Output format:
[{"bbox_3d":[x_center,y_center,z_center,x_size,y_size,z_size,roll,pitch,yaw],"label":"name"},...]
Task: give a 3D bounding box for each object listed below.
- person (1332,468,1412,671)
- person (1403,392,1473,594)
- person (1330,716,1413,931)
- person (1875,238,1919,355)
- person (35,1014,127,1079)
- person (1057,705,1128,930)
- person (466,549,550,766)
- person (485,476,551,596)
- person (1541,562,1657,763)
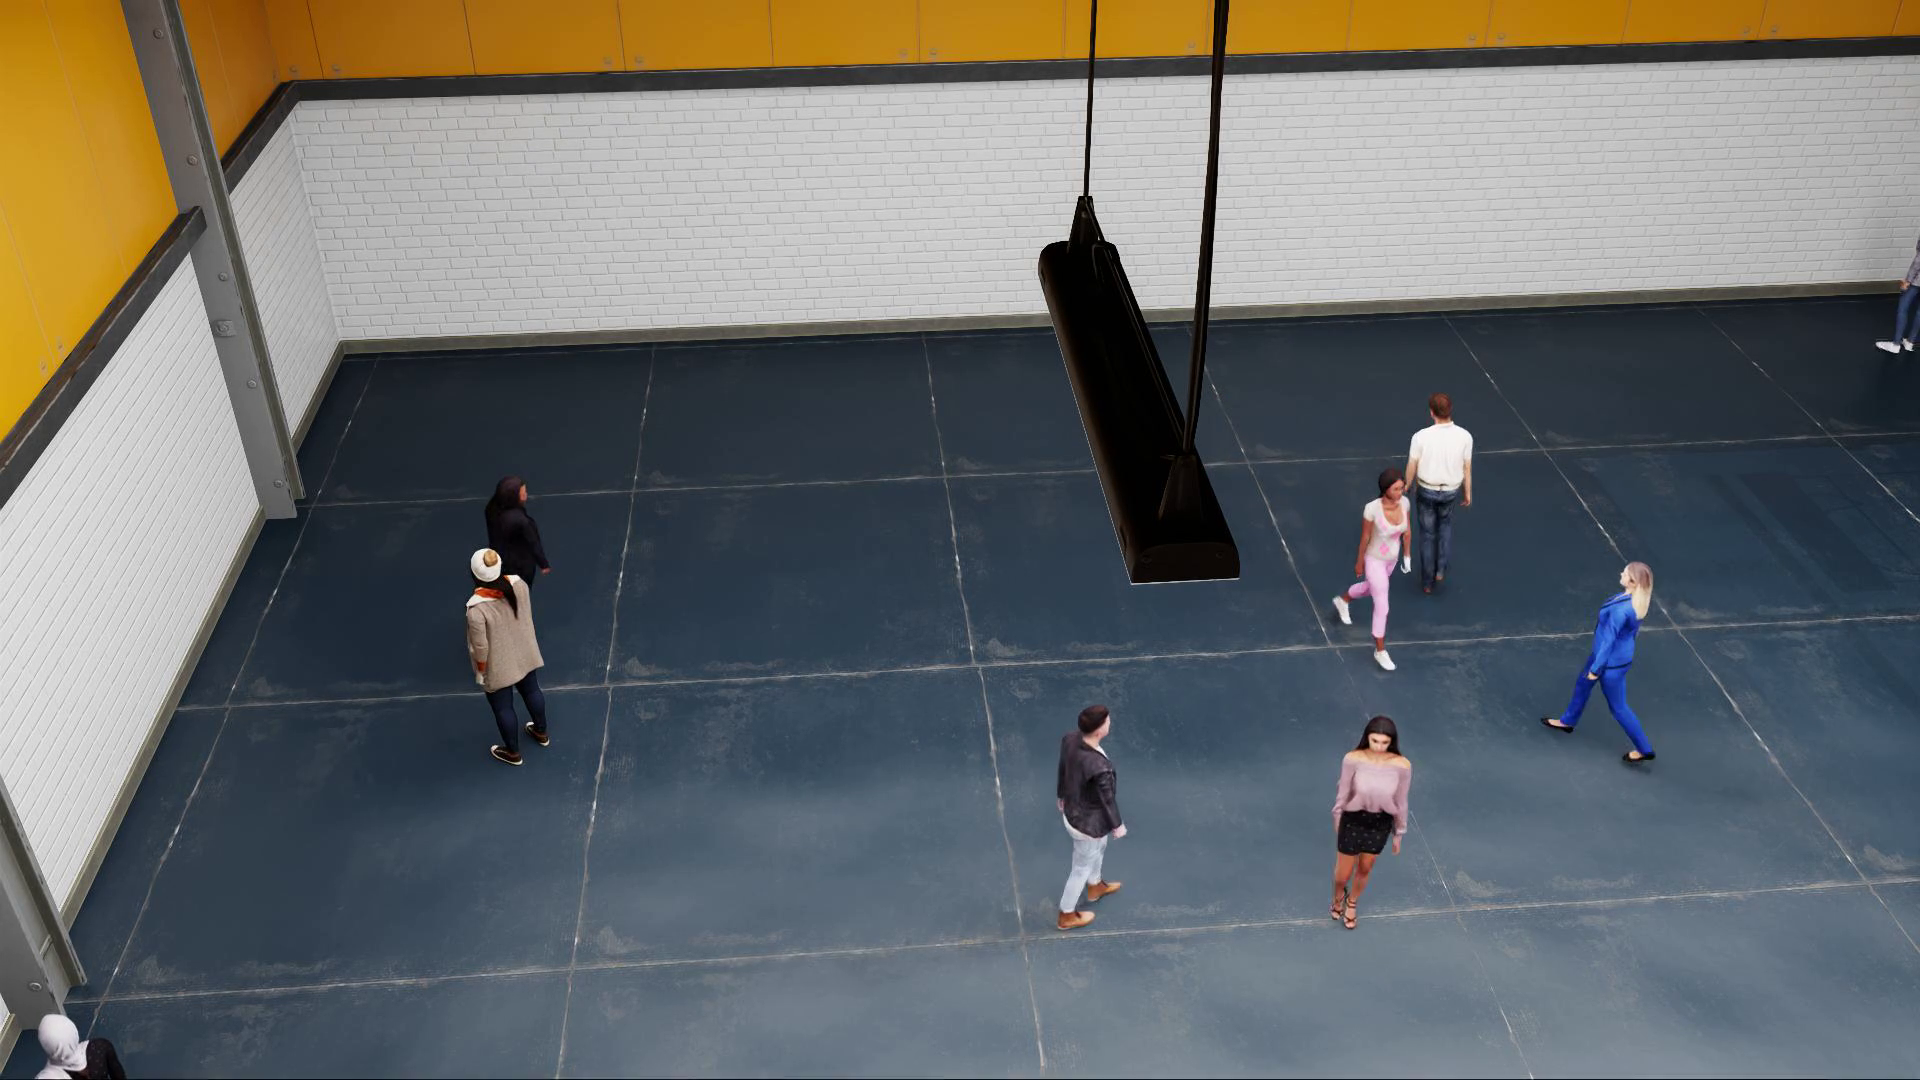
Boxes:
[{"bbox_3d":[3.362,0.140,13.501,0.872,1.701,1.222,-16,37,-22],"label":"person"},{"bbox_3d":[4.049,-0.337,14.110,0.764,1.822,0.703,3,34,4],"label":"person"},{"bbox_3d":[2.652,1.821,10.881,0.680,1.802,0.656,4,34,6],"label":"person"},{"bbox_3d":[10.430,-2.850,17.978,0.702,1.726,0.579,-5,34,-7],"label":"person"},{"bbox_3d":[-4.561,3.169,8.874,0.742,1.779,0.660,20,38,27],"label":"person"},{"bbox_3d":[0.753,1.843,10.830,0.848,1.822,0.829,-12,35,-18],"label":"person"},{"bbox_3d":[-3.360,0.825,12.299,0.881,1.891,0.814,23,40,30],"label":"person"},{"bbox_3d":[-3.658,0.235,13.457,0.785,1.592,0.841,22,39,29],"label":"person"},{"bbox_3d":[4.935,0.937,12.336,1.155,1.665,1.129,21,39,28],"label":"person"}]
